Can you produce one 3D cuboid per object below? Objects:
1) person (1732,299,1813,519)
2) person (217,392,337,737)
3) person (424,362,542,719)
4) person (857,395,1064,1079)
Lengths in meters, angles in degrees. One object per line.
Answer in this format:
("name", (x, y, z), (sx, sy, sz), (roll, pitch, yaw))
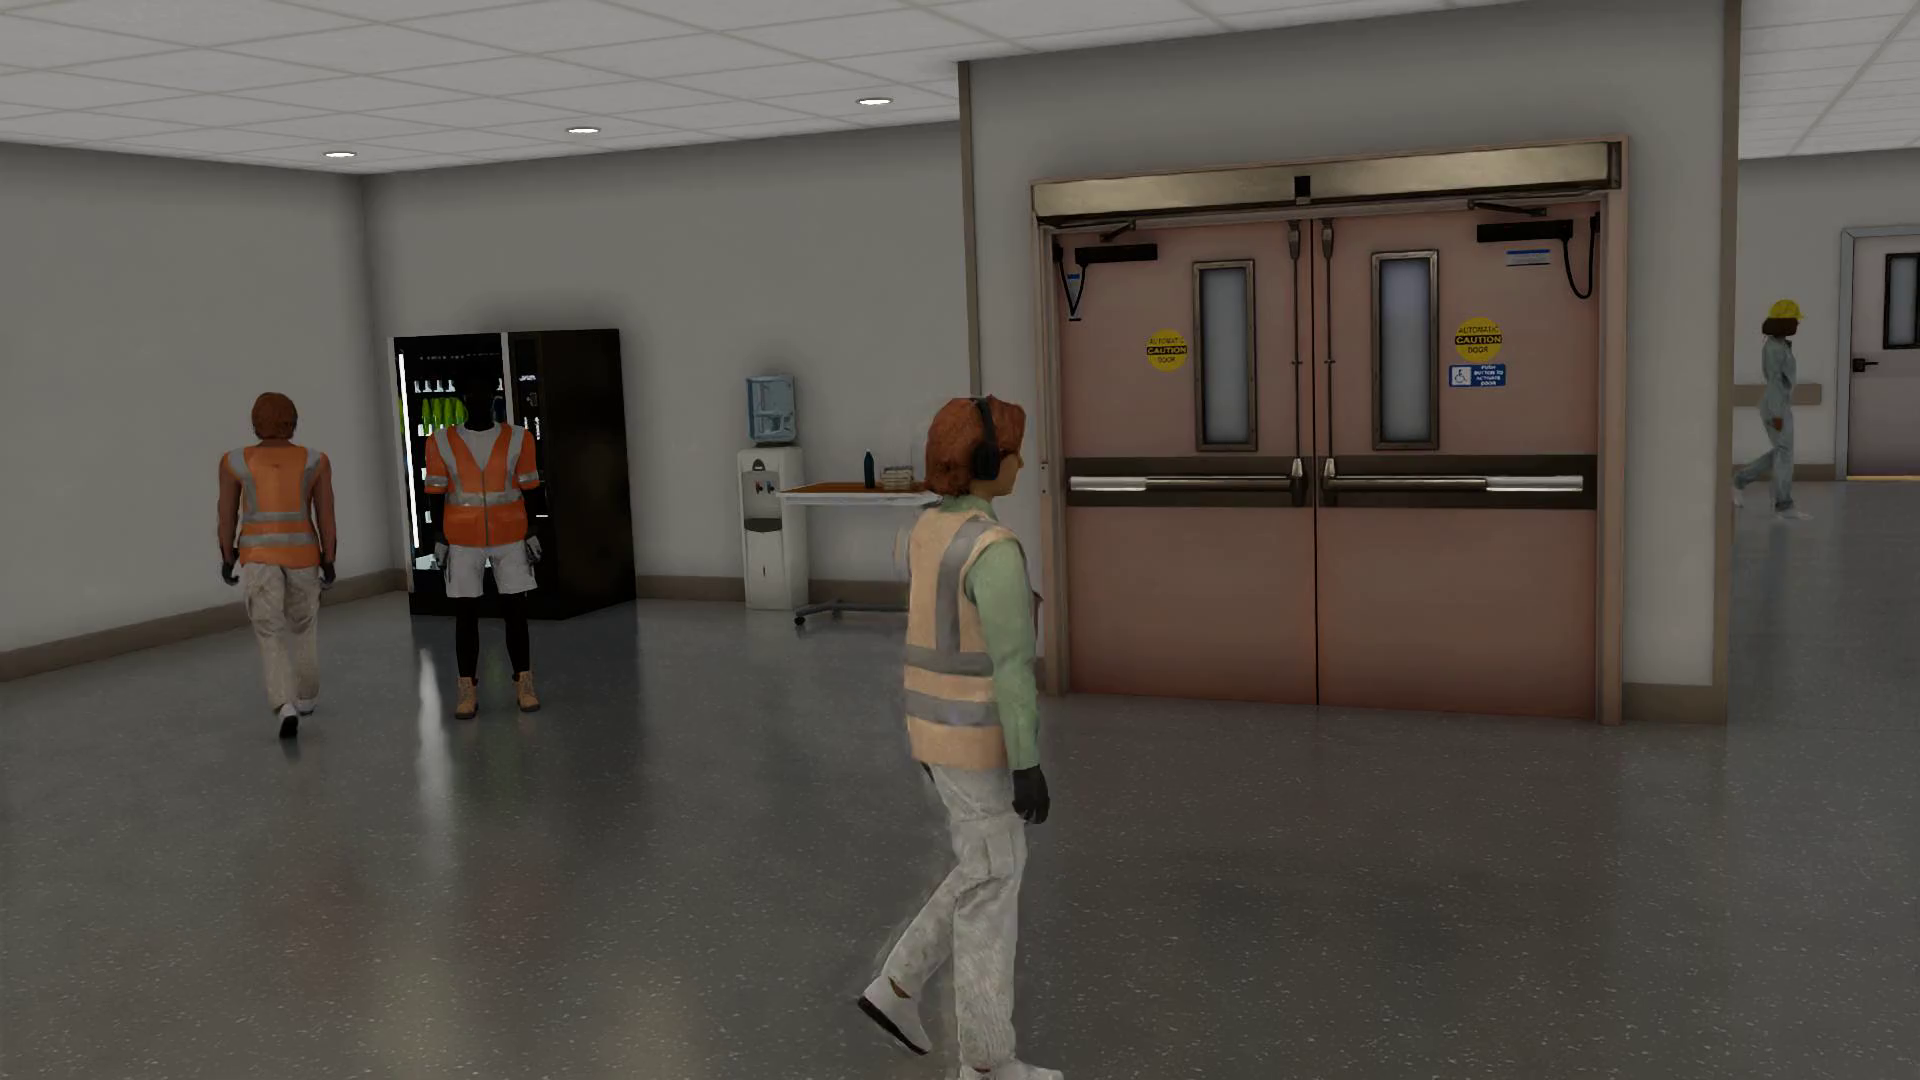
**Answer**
("person", (6.362, -1.020, 13.056), (0.589, 1.729, 0.493), (2, 9, 32))
("person", (-3.204, 0.100, 7.857), (0.515, 1.605, 0.825), (-6, 8, -27))
("person", (-2.271, 0.001, 7.981), (0.536, 1.700, 0.318), (-5, 8, -18))
("person", (0.022, 0.488, 3.811), (0.396, 1.630, 0.528), (-4, 8, -16))
